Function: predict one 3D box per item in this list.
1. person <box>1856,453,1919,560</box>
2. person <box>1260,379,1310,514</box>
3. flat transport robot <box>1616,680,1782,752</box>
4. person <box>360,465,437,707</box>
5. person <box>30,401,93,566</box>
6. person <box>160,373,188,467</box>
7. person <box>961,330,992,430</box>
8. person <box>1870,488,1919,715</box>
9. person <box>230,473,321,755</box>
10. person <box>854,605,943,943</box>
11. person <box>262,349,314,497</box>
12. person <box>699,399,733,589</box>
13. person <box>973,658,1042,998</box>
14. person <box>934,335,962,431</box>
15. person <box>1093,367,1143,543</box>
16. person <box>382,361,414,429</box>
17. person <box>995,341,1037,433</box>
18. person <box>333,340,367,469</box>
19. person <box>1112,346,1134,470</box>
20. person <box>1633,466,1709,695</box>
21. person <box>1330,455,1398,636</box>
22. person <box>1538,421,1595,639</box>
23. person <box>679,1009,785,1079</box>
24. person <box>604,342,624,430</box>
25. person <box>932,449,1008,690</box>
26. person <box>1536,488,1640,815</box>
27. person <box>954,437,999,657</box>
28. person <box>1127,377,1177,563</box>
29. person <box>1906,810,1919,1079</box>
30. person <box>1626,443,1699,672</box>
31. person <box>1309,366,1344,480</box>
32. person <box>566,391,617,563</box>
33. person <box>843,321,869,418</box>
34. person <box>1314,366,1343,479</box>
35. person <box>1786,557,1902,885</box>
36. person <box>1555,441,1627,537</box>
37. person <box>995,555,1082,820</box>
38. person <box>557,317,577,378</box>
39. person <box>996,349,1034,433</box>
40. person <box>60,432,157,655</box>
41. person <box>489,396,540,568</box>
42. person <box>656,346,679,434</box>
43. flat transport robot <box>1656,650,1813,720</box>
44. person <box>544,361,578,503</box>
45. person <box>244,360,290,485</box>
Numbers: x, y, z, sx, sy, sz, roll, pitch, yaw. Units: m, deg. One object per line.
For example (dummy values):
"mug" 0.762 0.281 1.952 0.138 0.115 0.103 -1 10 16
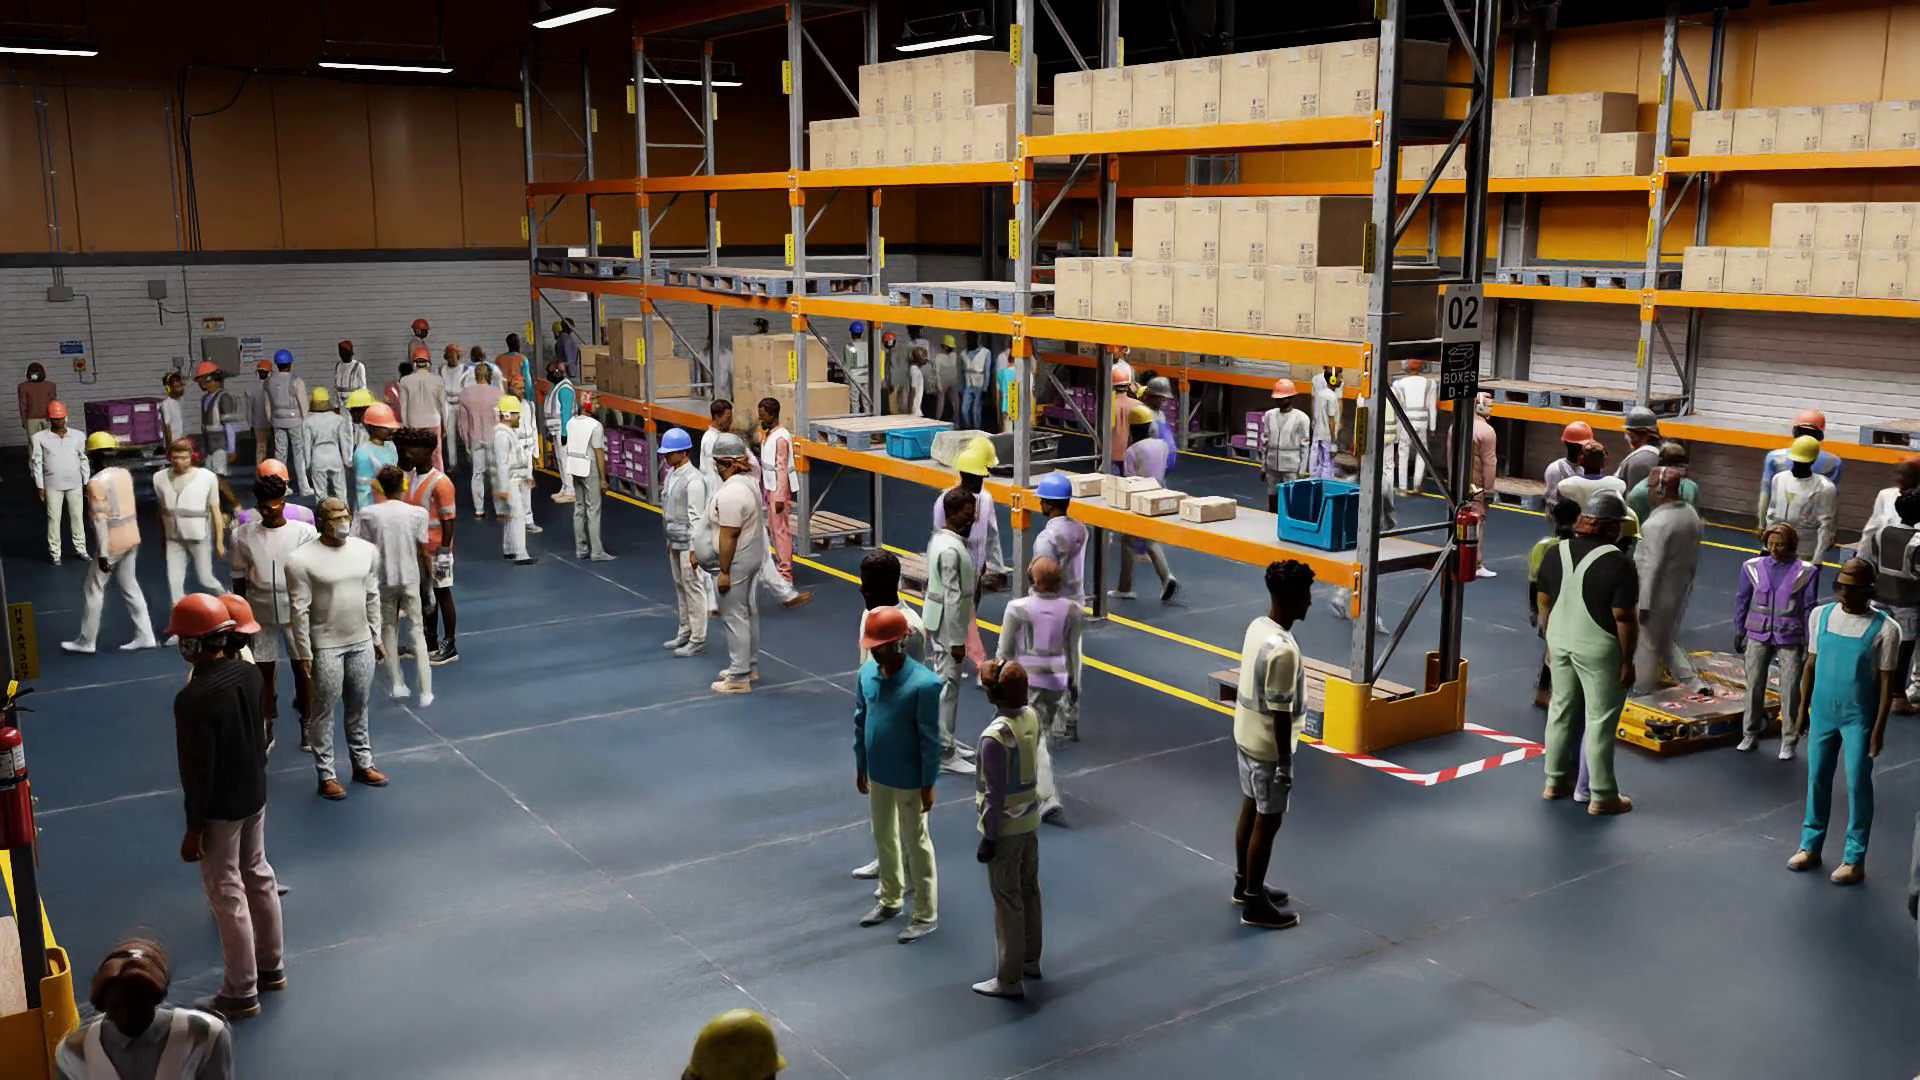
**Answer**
"person" 7.389 0.243 13.021 0.452 1.885 0.785 -3 12 -17
"person" 3.530 -0.800 18.220 0.552 1.932 0.377 9 14 37
"flat transport robot" 5.286 1.252 11.987 1.431 0.197 0.652 -6 12 -26
"person" -4.250 0.354 12.619 0.521 1.828 0.574 -3 11 -16
"person" -9.556 -0.612 17.723 0.326 1.752 0.563 11 15 43
"person" -9.343 -1.076 19.910 0.336 1.841 0.663 -2 11 -8
"person" 0.276 -2.463 26.848 0.616 1.901 0.594 7 13 32
"person" 7.018 0.453 12.435 0.320 1.693 0.538 -3 11 -15
"person" -4.683 0.509 11.458 0.607 1.957 0.392 -3 11 -15
"person" -0.343 1.183 8.567 0.577 1.739 0.353 10 15 41
"person" -8.862 -1.538 21.954 0.605 1.951 0.380 1 11 7
"person" -2.413 -0.454 16.530 0.396 1.908 0.600 0 11 2
"person" 0.230 1.361 7.919 0.311 1.638 0.523 5 12 25
"person" -0.179 -2.555 27.715 0.546 1.721 0.746 -9 14 -39
"person" 1.799 -0.957 18.864 0.612 1.997 0.375 -3 11 -14
"person" -7.881 -1.698 23.456 0.586 1.673 0.582 -8 14 -36
"person" 0.876 -2.275 25.494 0.683 2.000 1.078 -3 12 -17
"person" -8.951 -1.980 24.391 0.576 1.883 0.355 5 12 25
"person" 2.301 -1.858 23.867 0.624 1.855 0.423 -8 13 -35
"person" 5.158 0.398 12.185 0.666 1.892 0.548 -10 15 -42
"person" 3.639 -0.055 14.986 0.573 1.713 0.884 -6 12 -28
"person" 5.327 -0.076 14.504 0.552 1.935 0.370 -7 13 -33
"person" -0.585 2.026 4.281 0.491 1.734 0.318 8 13 34
"person" -5.718 -2.444 27.406 0.279 1.631 0.504 -4 12 -19
"person" 0.119 0.230 13.065 0.948 1.881 0.599 10 15 42
"person" 3.972 0.673 10.405 0.536 2.000 0.676 -6 13 -29
"person" 0.083 0.040 14.080 0.411 1.878 0.763 -2 11 -9
"person" 2.044 -0.813 18.013 0.598 2.000 0.874 3 11 15
"person" 4.063 1.469 6.722 0.400 1.893 0.658 -1 11 -6
"person" 5.600 0.172 13.305 0.630 1.927 0.405 -4 12 -20
"person" 5.022 -1.638 22.778 0.350 1.837 0.502 -10 15 -43
"person" -3.997 -0.674 17.817 0.564 1.840 0.396 10 15 41
"person" -1.698 -2.665 27.724 0.607 1.951 0.381 -10 15 -41
"person" 4.557 -1.229 20.584 0.310 1.868 0.533 -1 11 -6
"person" 4.934 0.992 9.292 0.346 1.840 0.502 -7 13 -33
"person" 5.223 0.099 13.845 0.567 1.847 0.389 1 11 3
"person" 0.512 0.899 10.358 0.558 1.602 0.827 -3 12 -17
"person" -6.836 -2.919 29.057 0.372 1.940 0.630 -5 12 -24
"person" 0.767 -1.786 23.514 0.564 1.838 0.397 5 12 25
"person" -7.275 0.037 14.088 0.813 1.877 0.624 1 11 3
"person" -4.752 -0.623 17.630 0.450 1.813 0.594 -3 12 -17
"person" -4.957 -2.652 27.964 0.504 1.839 0.339 1 11 4
"flat transport robot" 6.022 1.093 12.803 0.652 0.197 1.431 -6 12 -26
"person" -5.183 -1.408 21.614 0.430 1.832 0.631 -5 12 -24
"person" -9.471 -1.598 22.792 0.565 1.743 0.346 -1 11 -3
